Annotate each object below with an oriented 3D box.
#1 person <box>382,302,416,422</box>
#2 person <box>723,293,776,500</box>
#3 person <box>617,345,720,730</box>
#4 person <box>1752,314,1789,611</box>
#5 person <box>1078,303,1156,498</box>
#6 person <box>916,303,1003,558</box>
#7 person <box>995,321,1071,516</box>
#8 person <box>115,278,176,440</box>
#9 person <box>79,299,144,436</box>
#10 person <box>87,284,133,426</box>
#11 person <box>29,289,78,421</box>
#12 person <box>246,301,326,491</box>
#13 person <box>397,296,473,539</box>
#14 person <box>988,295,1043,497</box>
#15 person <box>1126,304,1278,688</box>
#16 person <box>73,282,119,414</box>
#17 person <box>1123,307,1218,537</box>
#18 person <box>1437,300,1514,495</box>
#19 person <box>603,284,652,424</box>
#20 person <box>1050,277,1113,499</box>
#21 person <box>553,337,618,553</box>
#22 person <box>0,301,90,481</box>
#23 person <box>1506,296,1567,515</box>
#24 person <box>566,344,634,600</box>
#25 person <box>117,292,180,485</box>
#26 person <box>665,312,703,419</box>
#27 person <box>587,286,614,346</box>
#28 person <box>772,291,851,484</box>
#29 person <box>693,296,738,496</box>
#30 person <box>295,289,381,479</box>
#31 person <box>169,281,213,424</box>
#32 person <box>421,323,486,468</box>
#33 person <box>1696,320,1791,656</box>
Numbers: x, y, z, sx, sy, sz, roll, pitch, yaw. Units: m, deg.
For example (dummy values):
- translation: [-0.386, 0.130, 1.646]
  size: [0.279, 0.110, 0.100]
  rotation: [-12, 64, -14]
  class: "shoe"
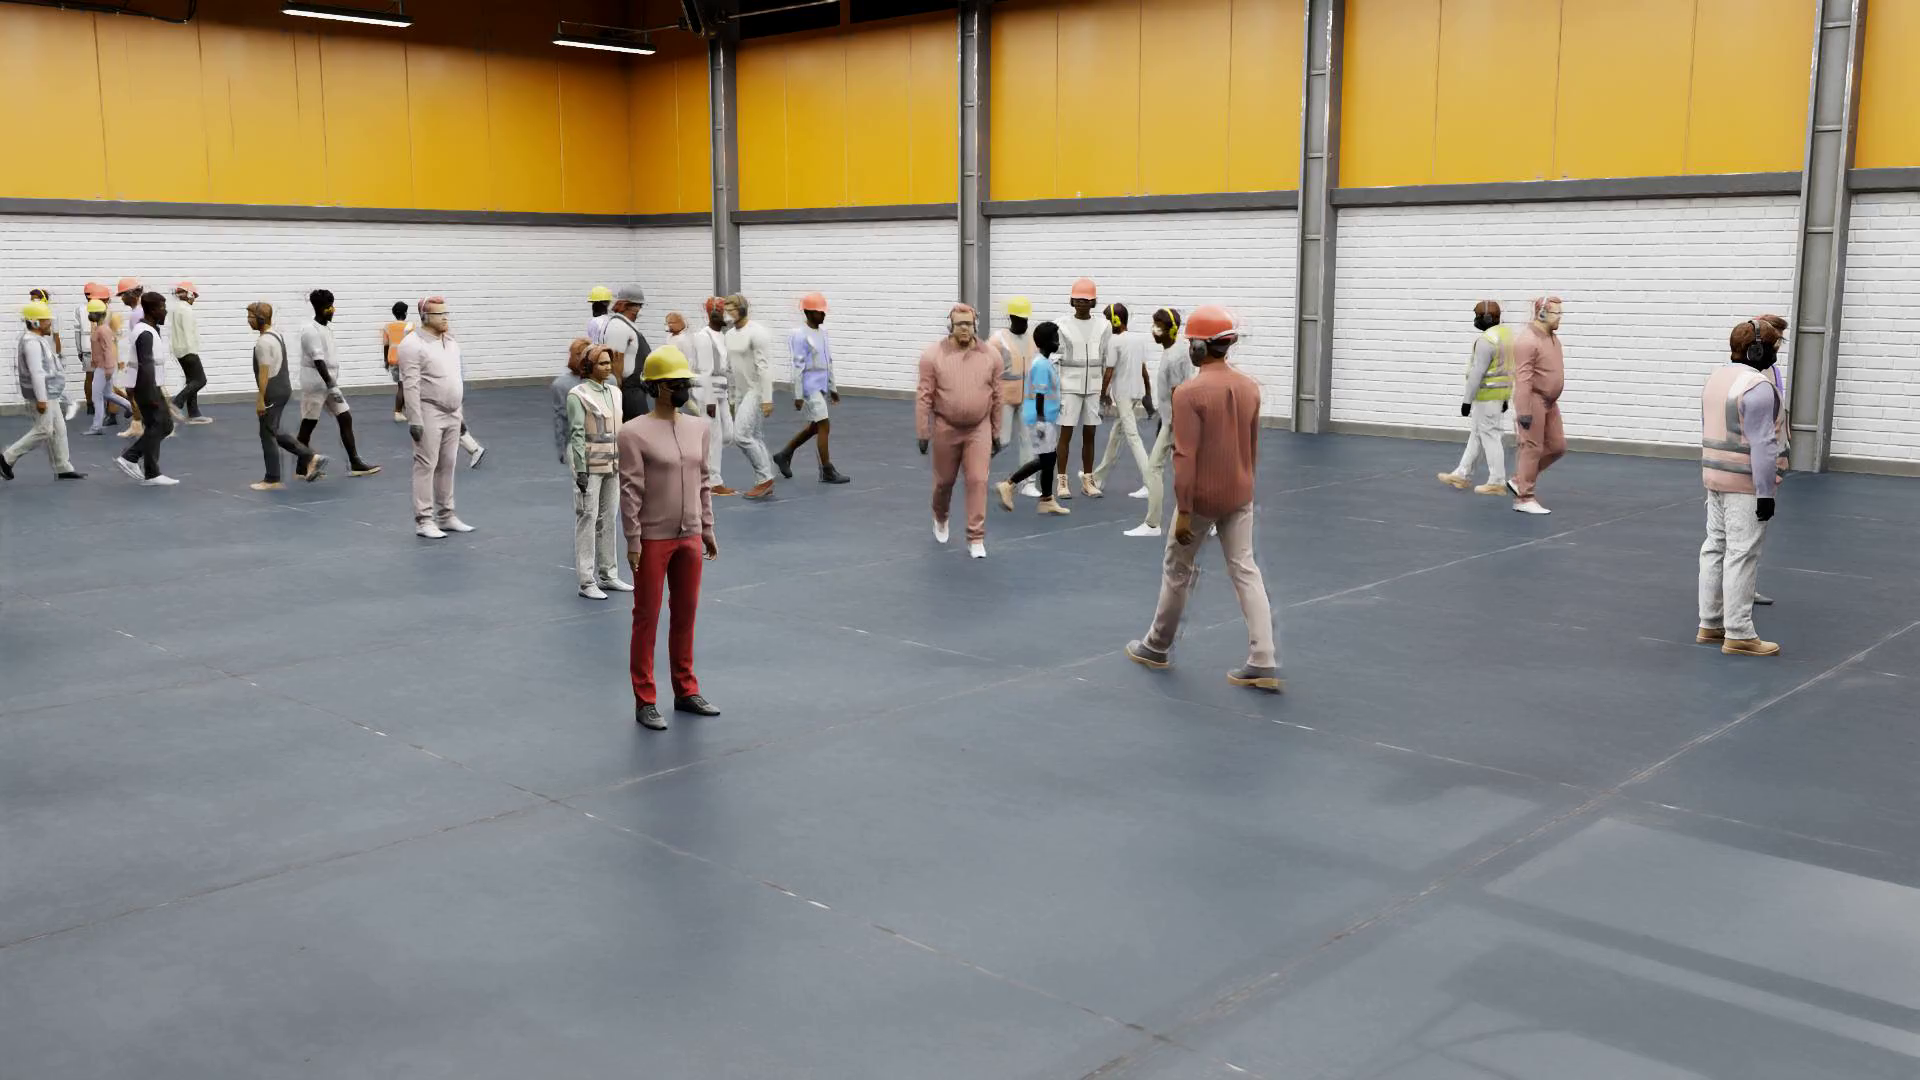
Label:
- translation: [-7.762, -2.495, 23.288]
  size: [0.551, 1.653, 0.873]
  rotation: [3, 10, 16]
  class: "person"
- translation: [-1.906, -1.293, 15.190]
  size: [0.537, 1.902, 0.637]
  rotation: [-6, 11, -34]
  class: "person"
- translation: [-1.348, -0.017, 7.747]
  size: [0.307, 1.772, 0.526]
  rotation: [8, 12, 40]
  class: "person"
- translation: [4.919, -0.485, 10.402]
  size: [0.570, 1.837, 0.377]
  rotation: [-8, 13, -42]
  class: "person"
- translation: [1.492, -1.307, 15.579]
  size: [1.046, 1.796, 0.572]
  rotation: [7, 12, 38]
  class: "person"
- translation: [-0.006, -0.842, 12.496]
  size: [0.654, 1.879, 0.887]
  rotation: [-1, 9, -9]
  class: "person"
- translation: [0.639, -1.030, 14.188]
  size: [0.562, 1.680, 0.534]
  rotation: [1, 9, 7]
  class: "person"
- translation: [-10.144, -2.218, 20.507]
  size: [0.796, 1.997, 0.658]
  rotation: [-5, 10, -27]
  class: "person"
- translation: [-10.903, -2.215, 21.304]
  size: [0.760, 1.739, 0.533]
  rotation: [-6, 11, -31]
  class: "person"
- translation: [-11.509, -2.511, 22.586]
  size: [0.558, 1.916, 0.631]
  rotation: [5, 11, 30]
  class: "person"
- translation: [-12.402, -2.491, 22.658]
  size: [0.542, 1.852, 0.477]
  rotation: [5, 11, 29]
  class: "person"
- translation: [-6.490, -1.367, 15.877]
  size: [0.596, 1.826, 0.515]
  rotation: [-1, 9, -9]
  class: "person"
- translation: [-4.144, -0.976, 13.205]
  size: [0.404, 1.906, 0.649]
  rotation: [3, 10, 19]
  class: "person"
- translation: [0.457, -1.357, 15.618]
  size: [0.630, 1.893, 0.784]
  rotation: [-7, 11, -36]
  class: "person"
- translation: [1.290, -0.231, 8.547]
  size: [0.640, 1.942, 1.011]
  rotation: [-6, 11, -34]
  class: "person"
- translation: [-12.599, -2.790, 24.268]
  size: [0.545, 1.929, 0.389]
  rotation: [0, 9, -2]
  class: "person"
- translation: [1.752, -0.911, 13.077]
  size: [0.816, 1.836, 0.539]
  rotation: [2, 10, 14]
  class: "person"
- translation: [4.857, -1.343, 15.713]
  size: [0.759, 1.817, 0.658]
  rotation: [6, 11, 33]
  class: "person"
- translation: [-3.318, -1.591, 16.568]
  size: [1.052, 2.000, 0.686]
  rotation: [-1, 9, -8]
  class: "person"
- translation: [1.129, -1.393, 15.354]
  size: [0.610, 2.039, 0.394]
  rotation: [-3, 10, -15]
  class: "person"
- translation: [-2.828, -0.731, 12.594]
  size: [0.501, 1.622, 0.573]
  rotation: [-5, 10, -26]
  class: "person"
- translation: [-9.140, -1.455, 16.443]
  size: [0.758, 1.809, 0.603]
  rotation: [-4, 10, -25]
  class: "person"
- translation: [5.022, -1.162, 14.392]
  size: [0.427, 1.888, 0.675]
  rotation: [9, 13, 43]
  class: "person"
- translation: [-2.338, -0.445, 10.768]
  size: [0.307, 1.641, 0.514]
  rotation: [4, 10, 23]
  class: "person"
- translation: [-7.949, -1.469, 16.245]
  size: [0.481, 1.897, 0.614]
  rotation: [-4, 10, -21]
  class: "person"
- translation: [-3.475, -2.044, 20.727]
  size: [0.852, 1.596, 0.493]
  rotation: [-4, 10, -25]
  class: "person"
- translation: [-3.978, -1.863, 18.580]
  size: [0.366, 1.926, 0.594]
  rotation: [3, 10, 20]
  class: "person"
- translation: [-1.502, -1.518, 16.548]
  size: [0.857, 1.909, 0.546]
  rotation: [3, 10, 20]
  class: "person"
- translation: [-2.348, -1.339, 15.556]
  size: [0.531, 1.869, 0.585]
  rotation: [2, 10, 14]
  class: "person"
- translation: [-6.321, -1.557, 16.733]
  size: [0.949, 1.906, 0.617]
  rotation: [0, 9, -1]
  class: "person"
- translation: [-10.540, -2.538, 22.637]
  size: [0.518, 1.947, 0.667]
  rotation: [-7, 12, -38]
  class: "person"
- translation: [-5.454, -1.559, 17.700]
  size: [0.782, 1.605, 0.516]
  rotation: [2, 9, 10]
  class: "person"
- translation: [4.340, -0.292, 9.213]
  size: [0.429, 1.844, 0.627]
  rotation: [0, 9, -2]
  class: "person"
